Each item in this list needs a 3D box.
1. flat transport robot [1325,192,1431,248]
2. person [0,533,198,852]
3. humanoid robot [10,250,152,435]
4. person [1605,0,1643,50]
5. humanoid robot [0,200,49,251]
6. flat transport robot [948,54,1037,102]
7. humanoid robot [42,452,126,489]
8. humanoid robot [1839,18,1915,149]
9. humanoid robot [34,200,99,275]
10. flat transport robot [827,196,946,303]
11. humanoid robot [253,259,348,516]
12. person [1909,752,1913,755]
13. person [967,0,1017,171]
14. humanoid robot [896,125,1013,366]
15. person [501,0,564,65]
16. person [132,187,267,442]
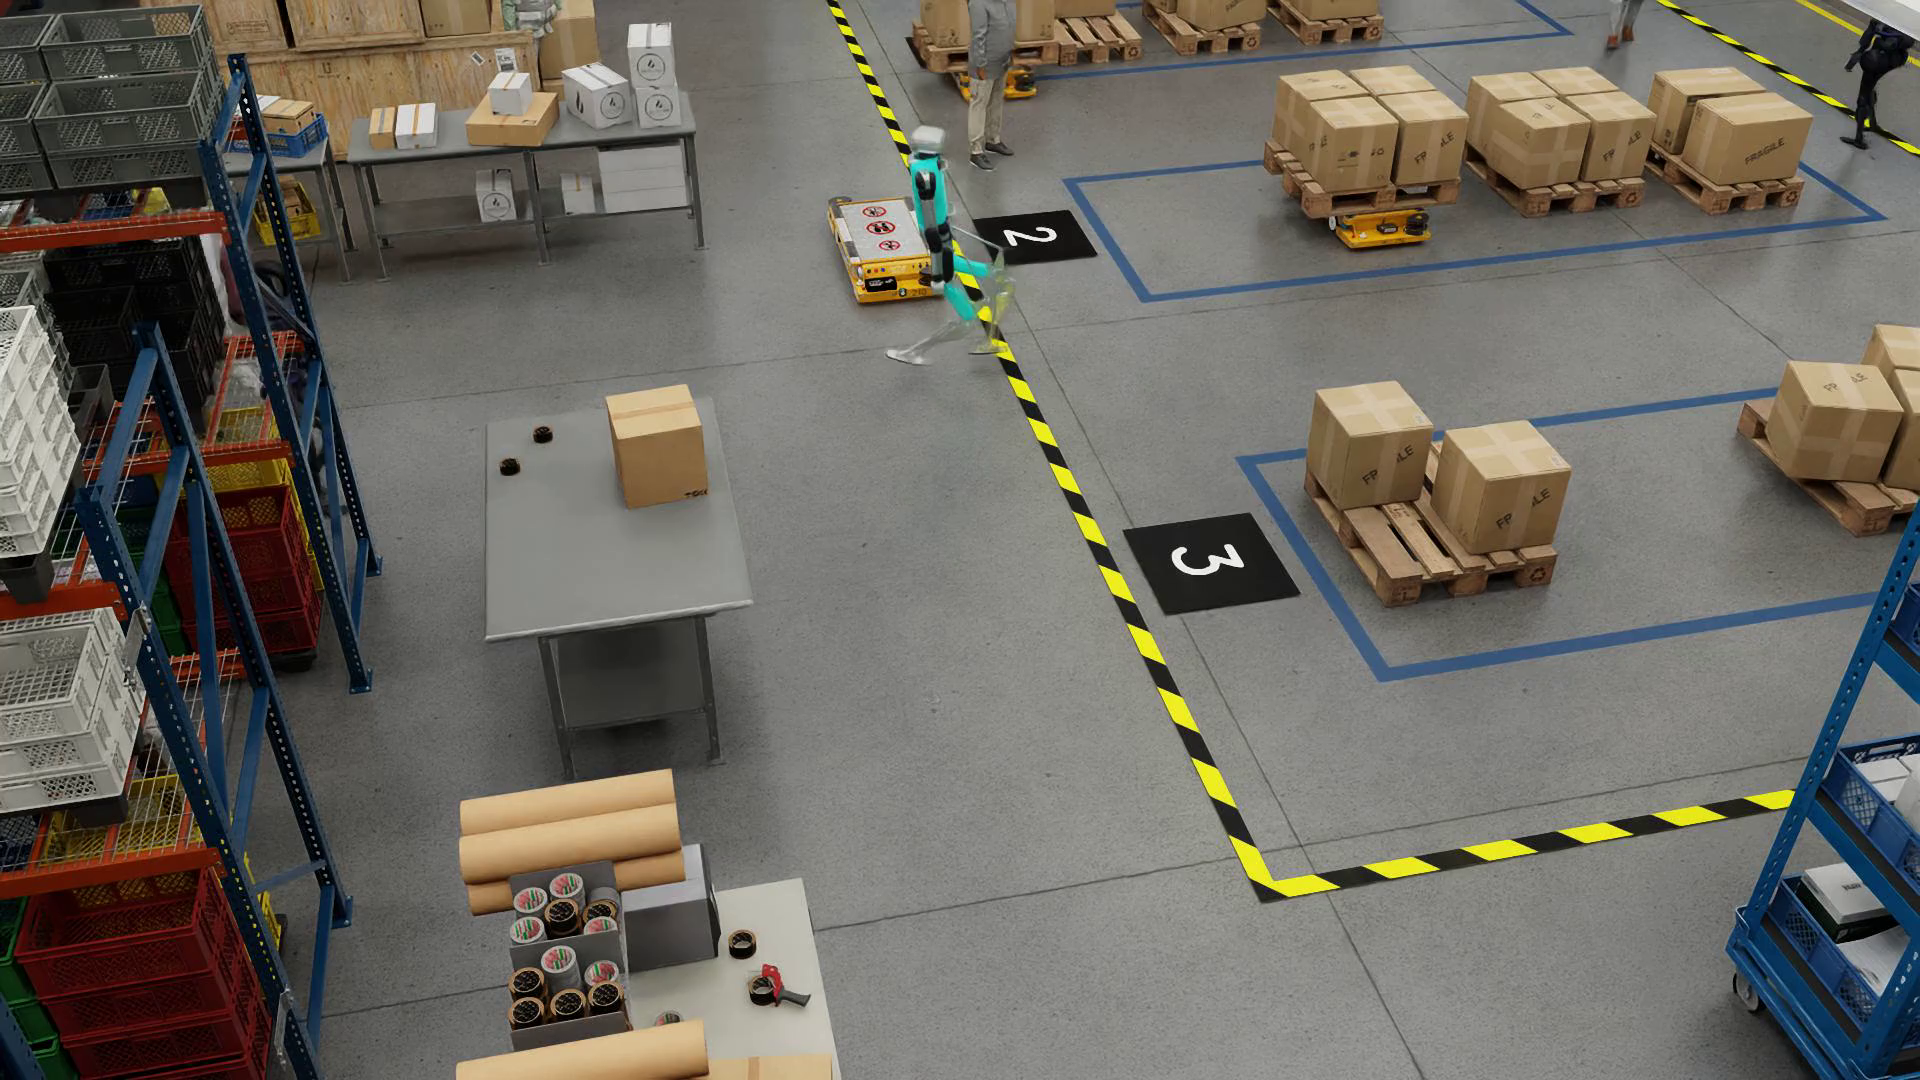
[{"bbox_3d":[3.134,-2.740,13.213,0.652,0.197,1.431,-8,37,-10],"label":"flat transport robot"},{"bbox_3d":[-3.803,0.624,7.230,0.605,2.045,0.376,-15,39,-19],"label":"person"},{"bbox_3d":[-4.869,-0.965,9.603,0.853,1.734,0.565,-14,39,-19],"label":"humanoid robot"},{"bbox_3d":[6.465,-5.566,15.709,0.615,1.854,0.831,8,37,11],"label":"person"},{"bbox_3d":[-5.615,-1.166,9.911,0.936,1.770,0.532,-22,42,-26],"label":"humanoid robot"},{"bbox_3d":[0.222,-4.469,15.537,0.652,0.197,1.431,-8,37,-10],"label":"flat transport robot"},{"bbox_3d":[-5.198,-0.902,9.528,0.996,1.723,0.539,-9,38,-12],"label":"humanoid robot"},{"bbox_3d":[7.723,-4.110,13.902,0.608,1.647,0.350,-15,39,-19],"label":"humanoid robot"},{"bbox_3d":[-5.802,-1.880,10.909,0.412,1.641,0.595,-17,40,-22],"label":"humanoid robot"},{"bbox_3d":[-0.570,-2.220,12.538,0.659,0.231,1.431,-8,37,-10],"label":"flat transport robot"},{"bbox_3d":[-3.815,-0.843,9.504,0.381,1.643,0.589,-4,37,-5],"label":"humanoid robot"},{"bbox_3d":[4.456,0.741,7.232,0.394,1.850,0.598,-6,37,-8],"label":"person"},{"bbox_3d":[0.257,-3.937,13.591,0.404,1.763,0.563,20,41,25],"label":"person"},{"bbox_3d":[0.053,-1.876,10.807,0.771,1.720,0.539,-1,37,-1],"label":"humanoid robot"},{"bbox_3d":[-3.546,-4.290,13.923,0.412,1.939,0.602,24,43,29],"label":"person"},{"bbox_3d":[-4.593,-1.347,10.077,0.699,1.799,0.613,17,40,21],"label":"person"}]
